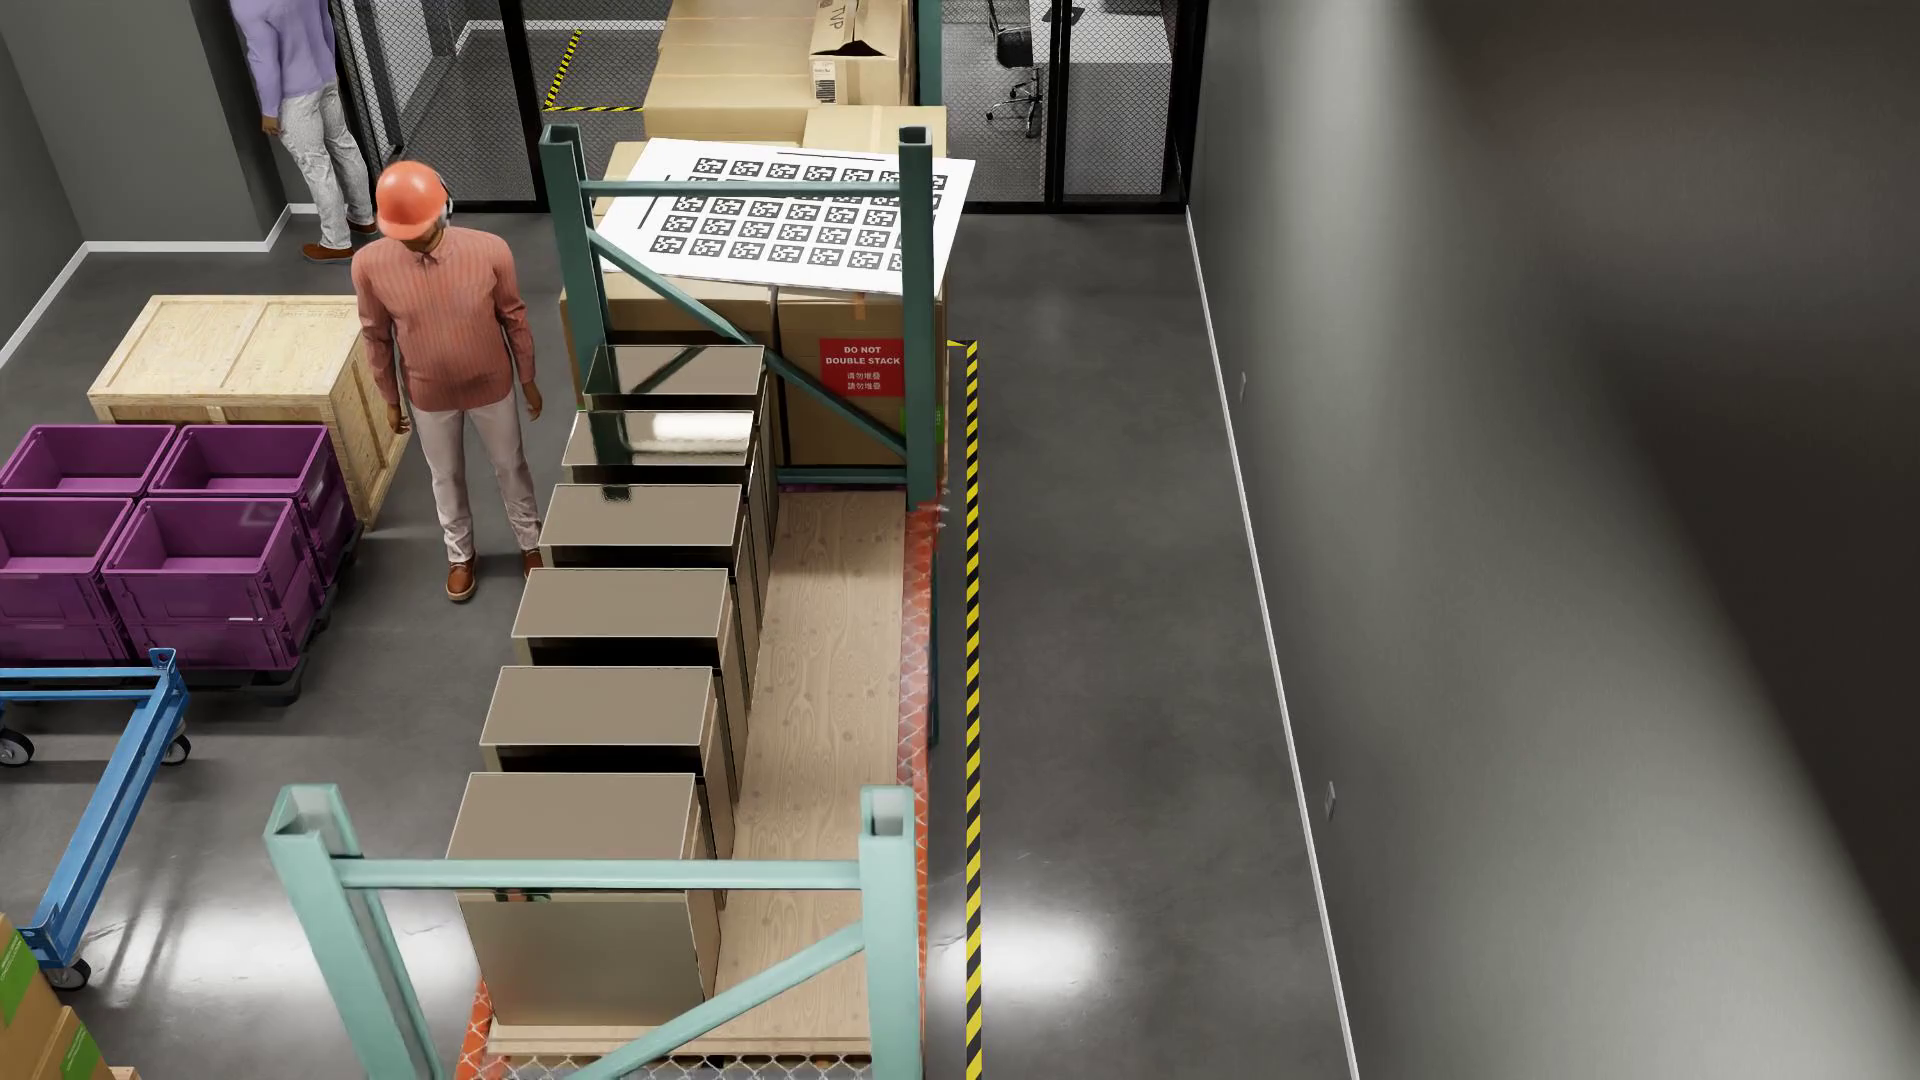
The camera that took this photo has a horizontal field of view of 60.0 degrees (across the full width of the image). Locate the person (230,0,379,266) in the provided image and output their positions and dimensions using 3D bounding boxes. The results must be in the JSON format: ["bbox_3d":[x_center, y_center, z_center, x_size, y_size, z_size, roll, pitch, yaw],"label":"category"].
[{"bbox_3d":[-3.399,-2.336,8.557,0.373,1.940,0.630,11,42,12],"label":"person"}]

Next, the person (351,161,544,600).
[{"bbox_3d":[-1.968,-0.599,6.535,0.623,1.983,0.399,-9,42,-11],"label":"person"}]
